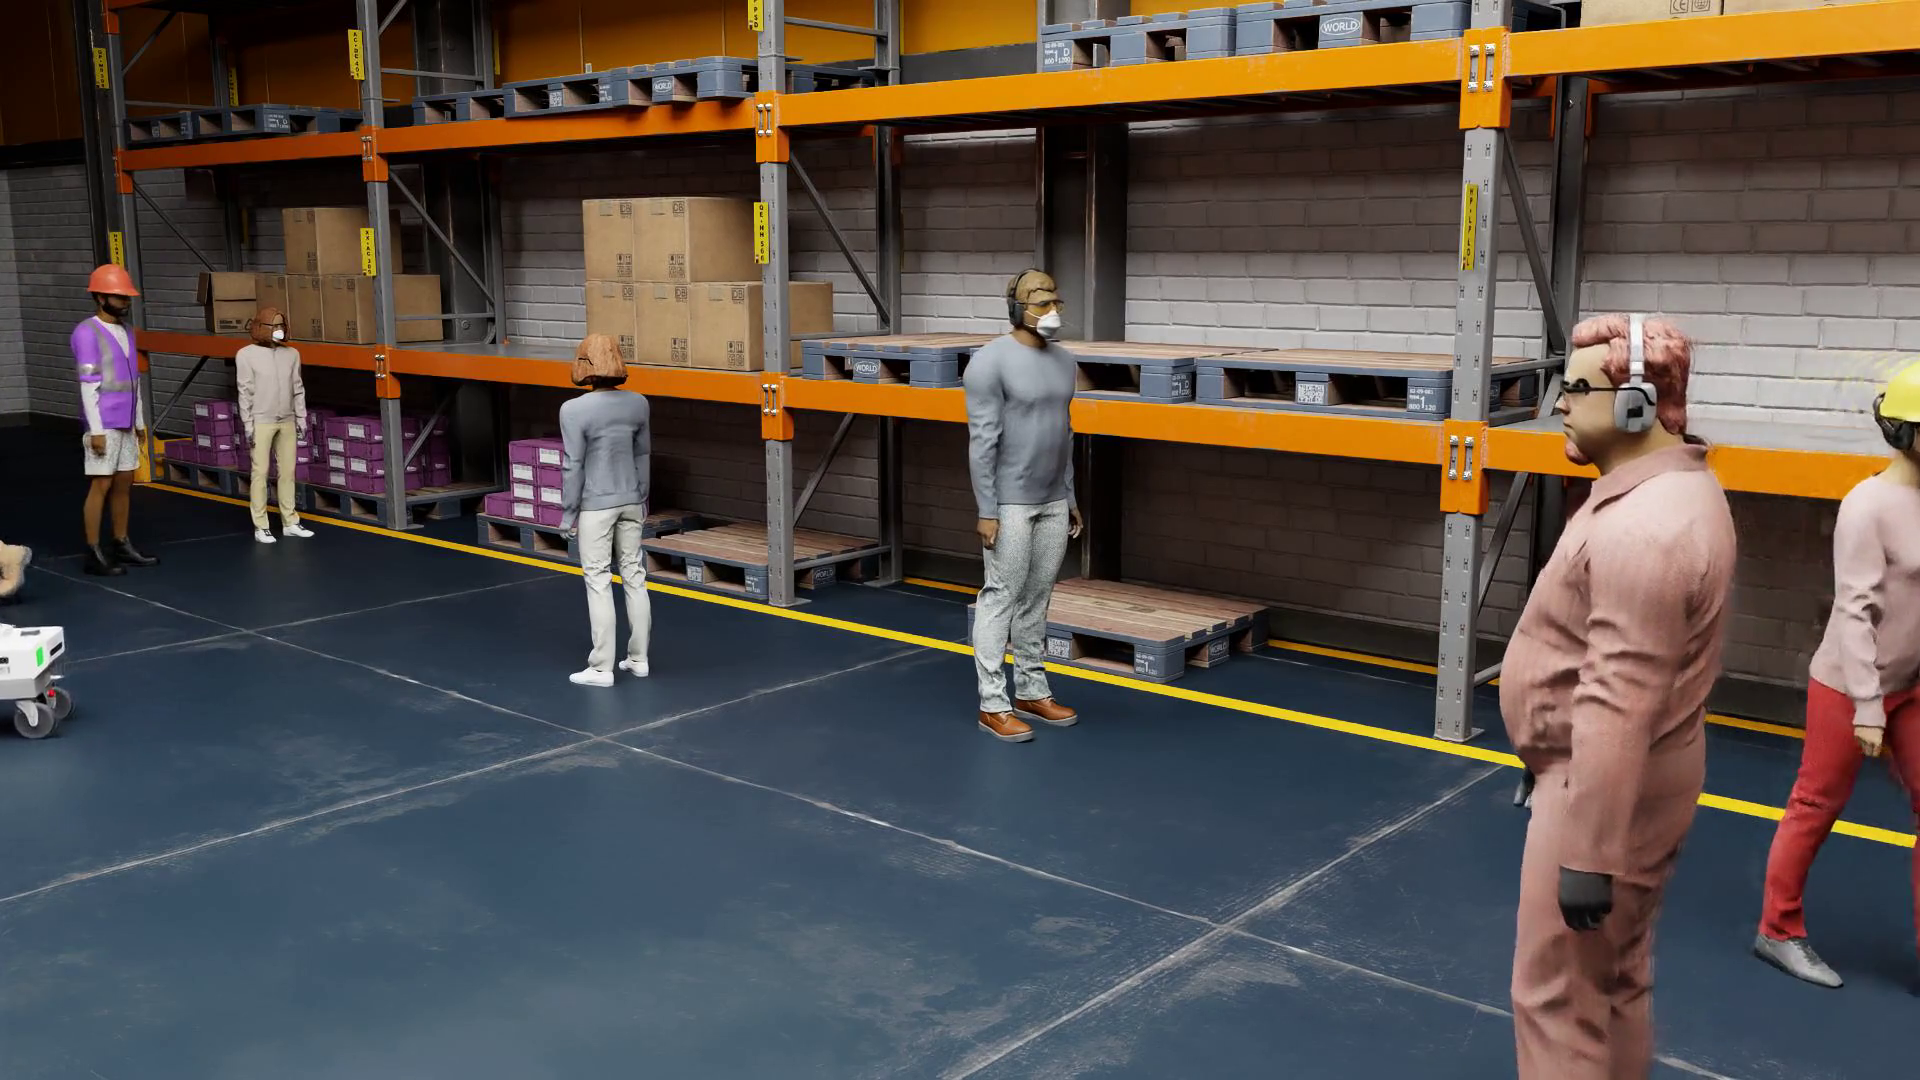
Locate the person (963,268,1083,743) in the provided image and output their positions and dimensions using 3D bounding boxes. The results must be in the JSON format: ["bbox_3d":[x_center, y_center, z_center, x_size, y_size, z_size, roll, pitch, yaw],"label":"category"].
[{"bbox_3d":[0.281,-0.150,6.923,0.371,1.941,0.627,9,13,41],"label":"person"}]

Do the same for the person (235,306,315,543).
[{"bbox_3d":[-4.739,-0.796,11.500,0.277,1.628,0.500,7,12,34],"label":"person"}]

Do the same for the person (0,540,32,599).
[{"bbox_3d":[-5.643,-0.561,9.068,0.607,2.020,0.809,9,14,43],"label":"person"}]

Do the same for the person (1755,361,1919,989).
[{"bbox_3d":[2.503,0.400,4.364,0.549,1.733,0.776,-6,12,-30],"label":"person"}]

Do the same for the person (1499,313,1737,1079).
[{"bbox_3d":[1.256,0.507,3.300,0.439,1.904,0.659,5,11,28],"label":"person"}]

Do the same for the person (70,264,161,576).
[{"bbox_3d":[-5.244,-0.742,10.348,0.419,1.927,0.550,1,10,5],"label":"person"}]

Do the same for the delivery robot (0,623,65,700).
[{"bbox_3d":[-4.124,0.500,6.894,0.707,0.478,0.477,-2,10,-14],"label":"delivery robot"}]

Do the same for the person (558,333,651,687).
[{"bbox_3d":[-1.644,-0.138,7.725,0.279,1.633,0.501,8,13,38],"label":"person"}]
